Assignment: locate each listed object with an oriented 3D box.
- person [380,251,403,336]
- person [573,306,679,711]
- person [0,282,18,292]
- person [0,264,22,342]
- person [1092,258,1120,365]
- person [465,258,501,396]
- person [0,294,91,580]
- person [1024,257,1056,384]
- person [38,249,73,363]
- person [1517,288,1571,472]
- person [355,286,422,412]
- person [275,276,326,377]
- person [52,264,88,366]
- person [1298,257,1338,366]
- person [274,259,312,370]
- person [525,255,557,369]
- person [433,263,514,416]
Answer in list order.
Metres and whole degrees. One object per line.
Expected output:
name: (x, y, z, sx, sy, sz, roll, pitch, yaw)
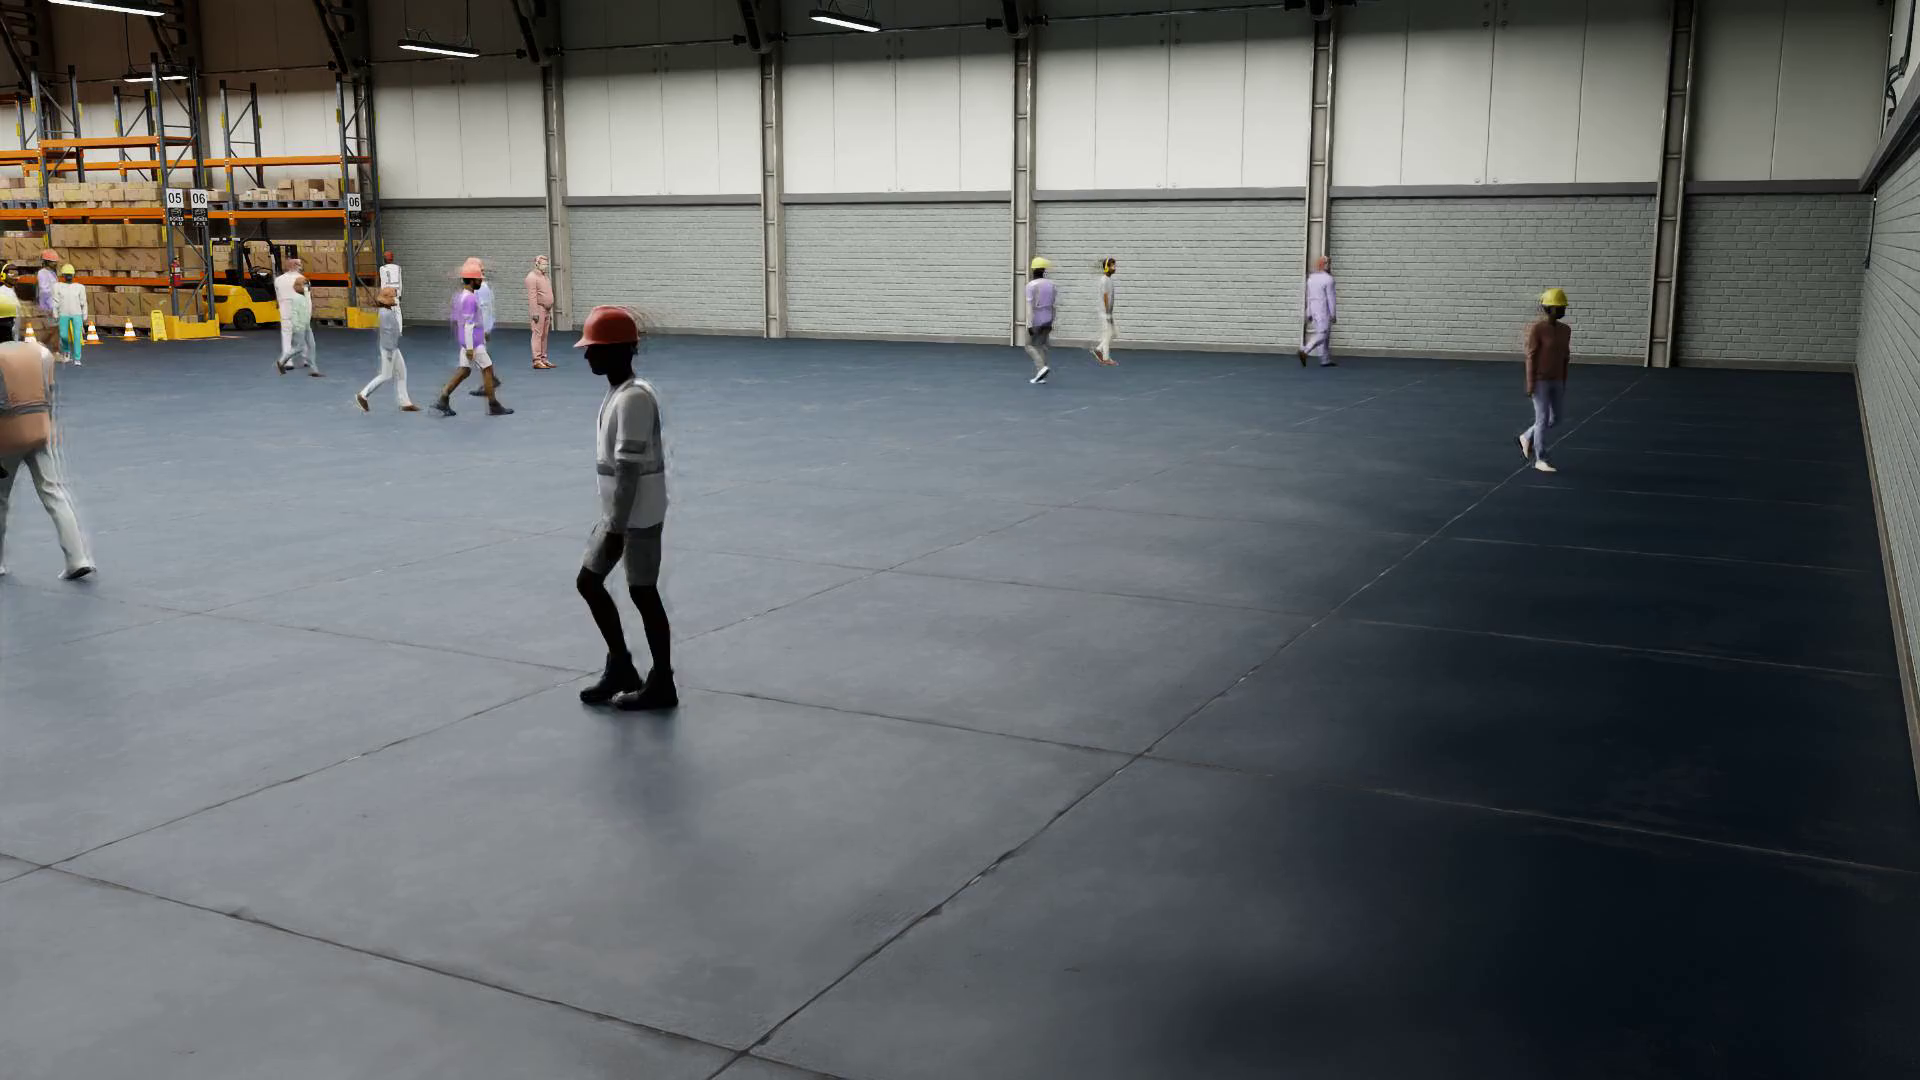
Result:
person: (-12.624, -5.451, 36.897, 0.354, 1.884, 0.576, 5, 12, 28)
person: (-1.606, -0.124, 7.768, 0.594, 1.917, 0.547, -5, 11, -24)
person: (-24.361, -6.532, 42.485, 0.388, 1.993, 0.624, 3, 11, 17)
person: (-12.624, -2.740, 22.173, 0.334, 1.864, 0.521, -3, 11, -16)
person: (2.559, -3.939, 28.741, 0.429, 1.856, 0.515, 4, 11, 20)
person: (-6.722, -2.960, 23.200, 0.400, 1.924, 0.576, -4, 11, -21)
person: (-6.111, -0.662, 10.817, 0.999, 1.881, 0.591, 6, 12, 29)
person: (1.201, -3.307, 25.120, 0.595, 1.910, 0.444, -8, 13, -36)
person: (-15.981, -4.089, 29.145, 0.589, 2.012, 0.613, -2, 11, -11)
person: (5.566, -1.533, 15.918, 0.523, 1.753, 0.531, -5, 12, -26)
person: (-7.284, -2.411, 21.080, 0.734, 1.604, 0.507, -1, 10, -8)
person: (-10.481, -3.368, 26.314, 0.663, 1.609, 0.513, 0, 10, 3)
person: (-15.362, -3.891, 28.724, 0.553, 1.751, 0.427, -6, 12, -30)
person: (6.128, -3.879, 28.328, 0.795, 1.885, 0.650, -4, 11, -19)
person: (-11.189, -3.801, 28.010, 0.627, 1.840, 1.014, 0, 10, -1)
person: (-7.049, -3.836, 28.050, 0.407, 1.902, 0.639, 1, 10, 7)
person: (-6.109, -2.477, 20.645, 0.941, 1.903, 0.553, -5, 11, -24)
